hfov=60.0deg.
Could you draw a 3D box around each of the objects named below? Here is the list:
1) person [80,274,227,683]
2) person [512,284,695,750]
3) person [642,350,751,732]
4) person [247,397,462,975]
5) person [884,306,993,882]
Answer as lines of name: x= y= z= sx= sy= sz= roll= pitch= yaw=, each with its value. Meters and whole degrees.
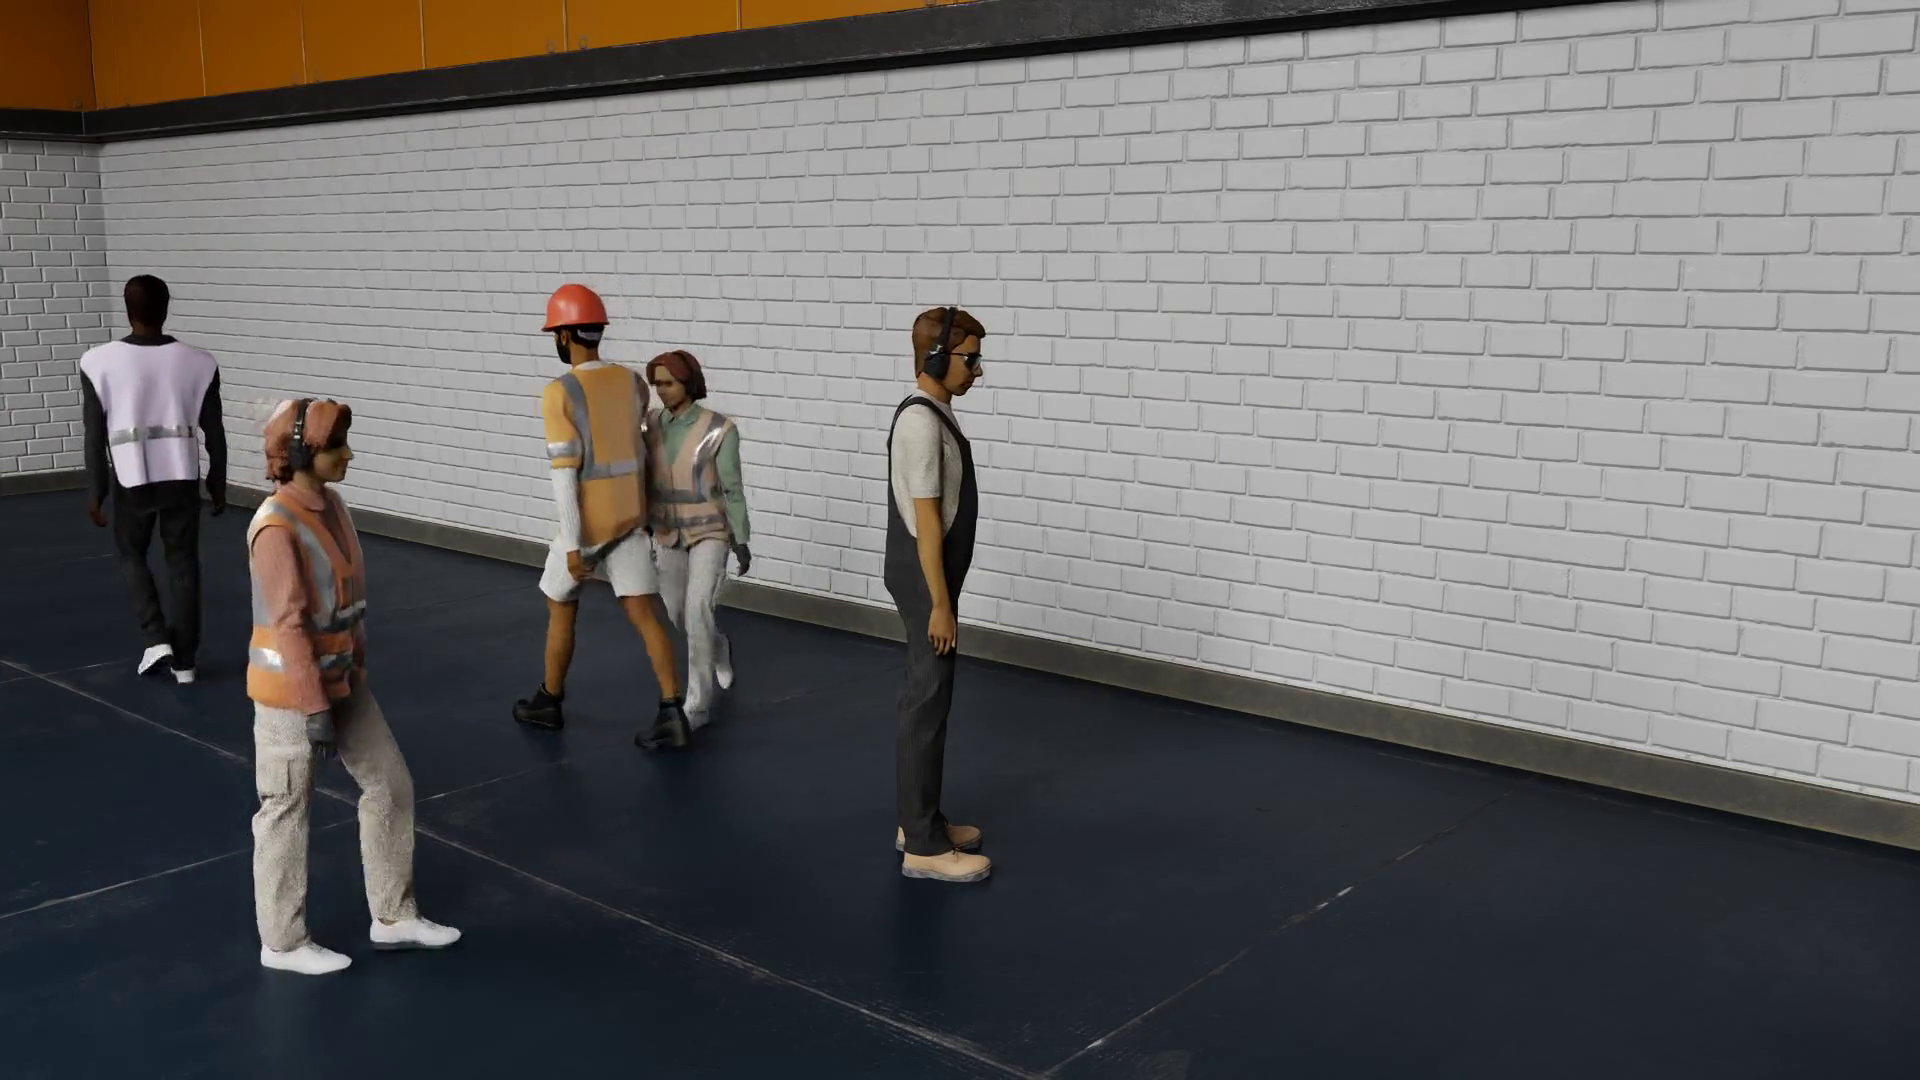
person: x=-3.718 y=-0.271 z=7.722 sx=0.615 sy=1.899 sz=0.464 roll=-7 pitch=12 yaw=-34
person: x=-1.458 y=-0.089 z=6.754 sx=0.984 sy=1.885 sz=0.535 roll=9 pitch=13 yaw=41
person: x=-1.114 y=-0.023 z=7.149 sx=0.551 sy=1.608 sz=0.710 roll=4 pitch=11 yaw=22
person: x=-1.675 y=0.419 z=4.570 sx=0.648 sy=1.613 sz=0.547 roll=0 pitch=10 yaw=0
person: x=-0.074 y=0.171 z=5.384 sx=0.345 sy=1.840 sz=0.504 roll=-1 pitch=10 yaw=-3
